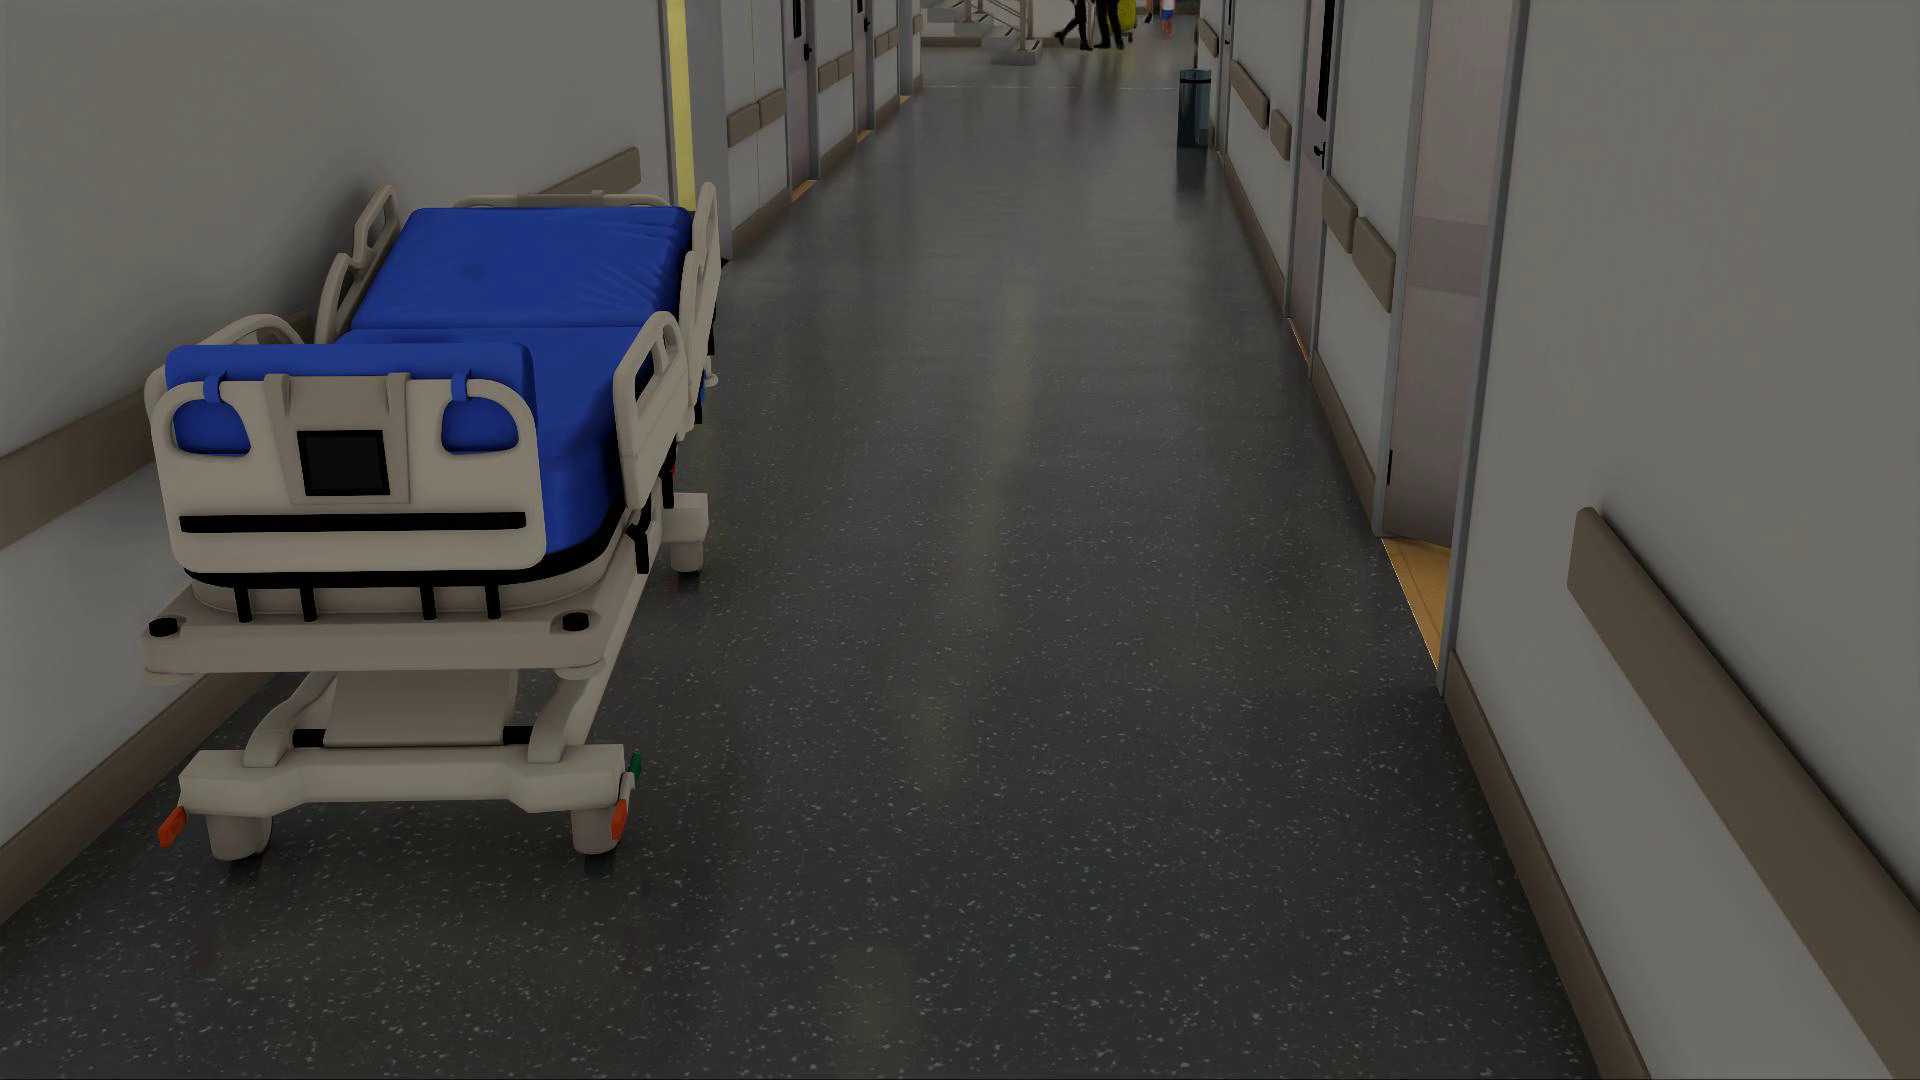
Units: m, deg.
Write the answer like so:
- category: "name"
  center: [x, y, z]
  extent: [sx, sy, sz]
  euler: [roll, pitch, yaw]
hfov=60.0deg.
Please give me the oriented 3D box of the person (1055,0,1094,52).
- category: "person"
  center: [1.843, -8.735, 26.803]
  extent: [0.938, 1.642, 0.700]
  euler: [6, 21, 15]

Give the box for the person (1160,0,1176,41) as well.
- category: "person"
  center: [3.629, -9.273, 29.135]
  extent: [0.654, 0.996, 0.560]
  euler: [-2, 21, -5]

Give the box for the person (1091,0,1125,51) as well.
- category: "person"
  center: [2.412, -8.799, 26.705]
  extent: [0.929, 1.791, 0.999]
  euler: [15, 25, 34]
